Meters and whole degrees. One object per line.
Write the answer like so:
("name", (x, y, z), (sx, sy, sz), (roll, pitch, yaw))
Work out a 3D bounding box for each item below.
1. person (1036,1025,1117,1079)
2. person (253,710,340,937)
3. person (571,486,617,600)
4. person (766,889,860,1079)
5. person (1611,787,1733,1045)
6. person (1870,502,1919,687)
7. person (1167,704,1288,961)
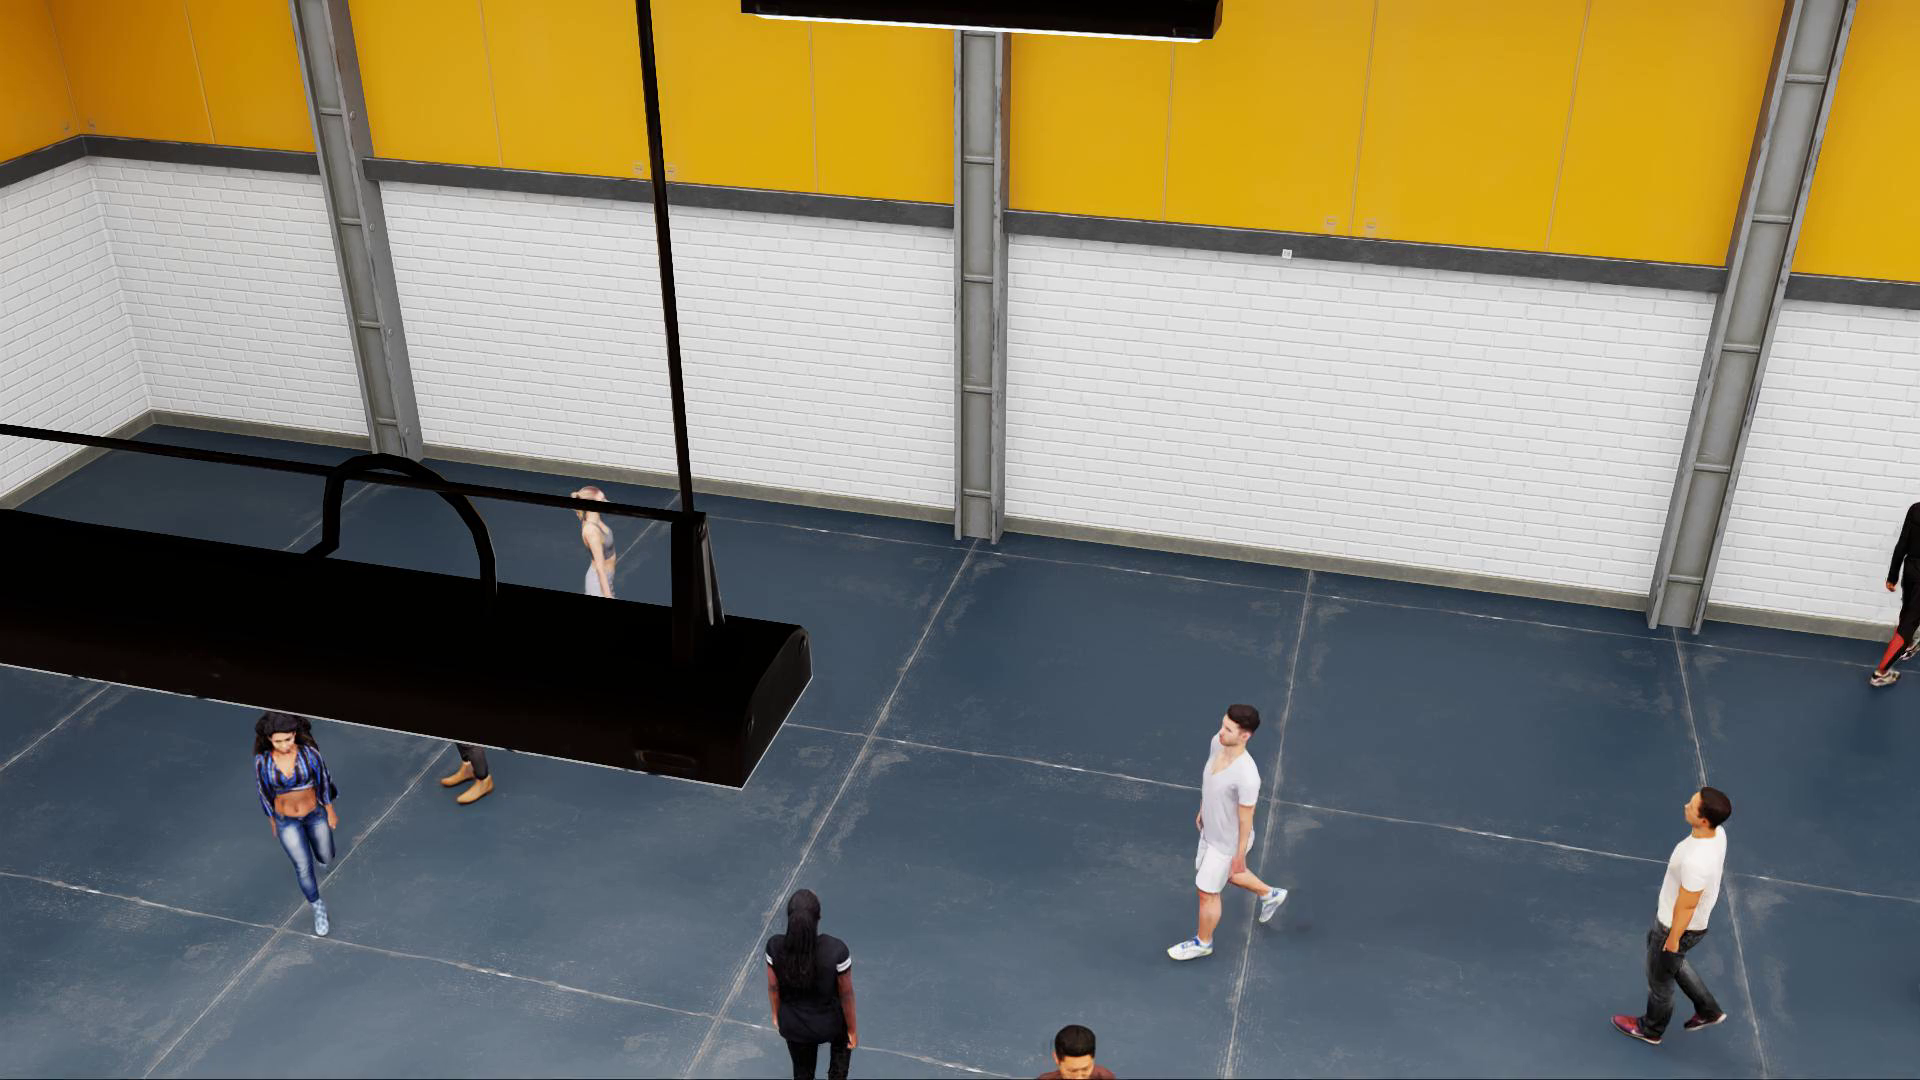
("person", (0.511, 2.971, 7.906), (0.655, 1.778, 0.779), (-9, 30, -16))
("person", (-4.126, 1.702, 10.411), (0.932, 1.606, 0.944), (-9, 30, -17))
("person", (-2.764, 0.350, 12.788), (0.668, 1.703, 0.652), (-7, 29, -12))
("person", (-0.781, 2.571, 8.696), (0.614, 1.723, 0.736), (3, 29, 6))
("person", (4.160, 2.158, 9.386), (0.901, 1.797, 0.789), (17, 33, 28))
("person", (7.335, 0.333, 12.743), (1.117, 1.776, 1.022), (-13, 31, -23))
("person", (1.687, 1.752, 10.078), (1.143, 1.838, 0.955), (-6, 29, -10))
